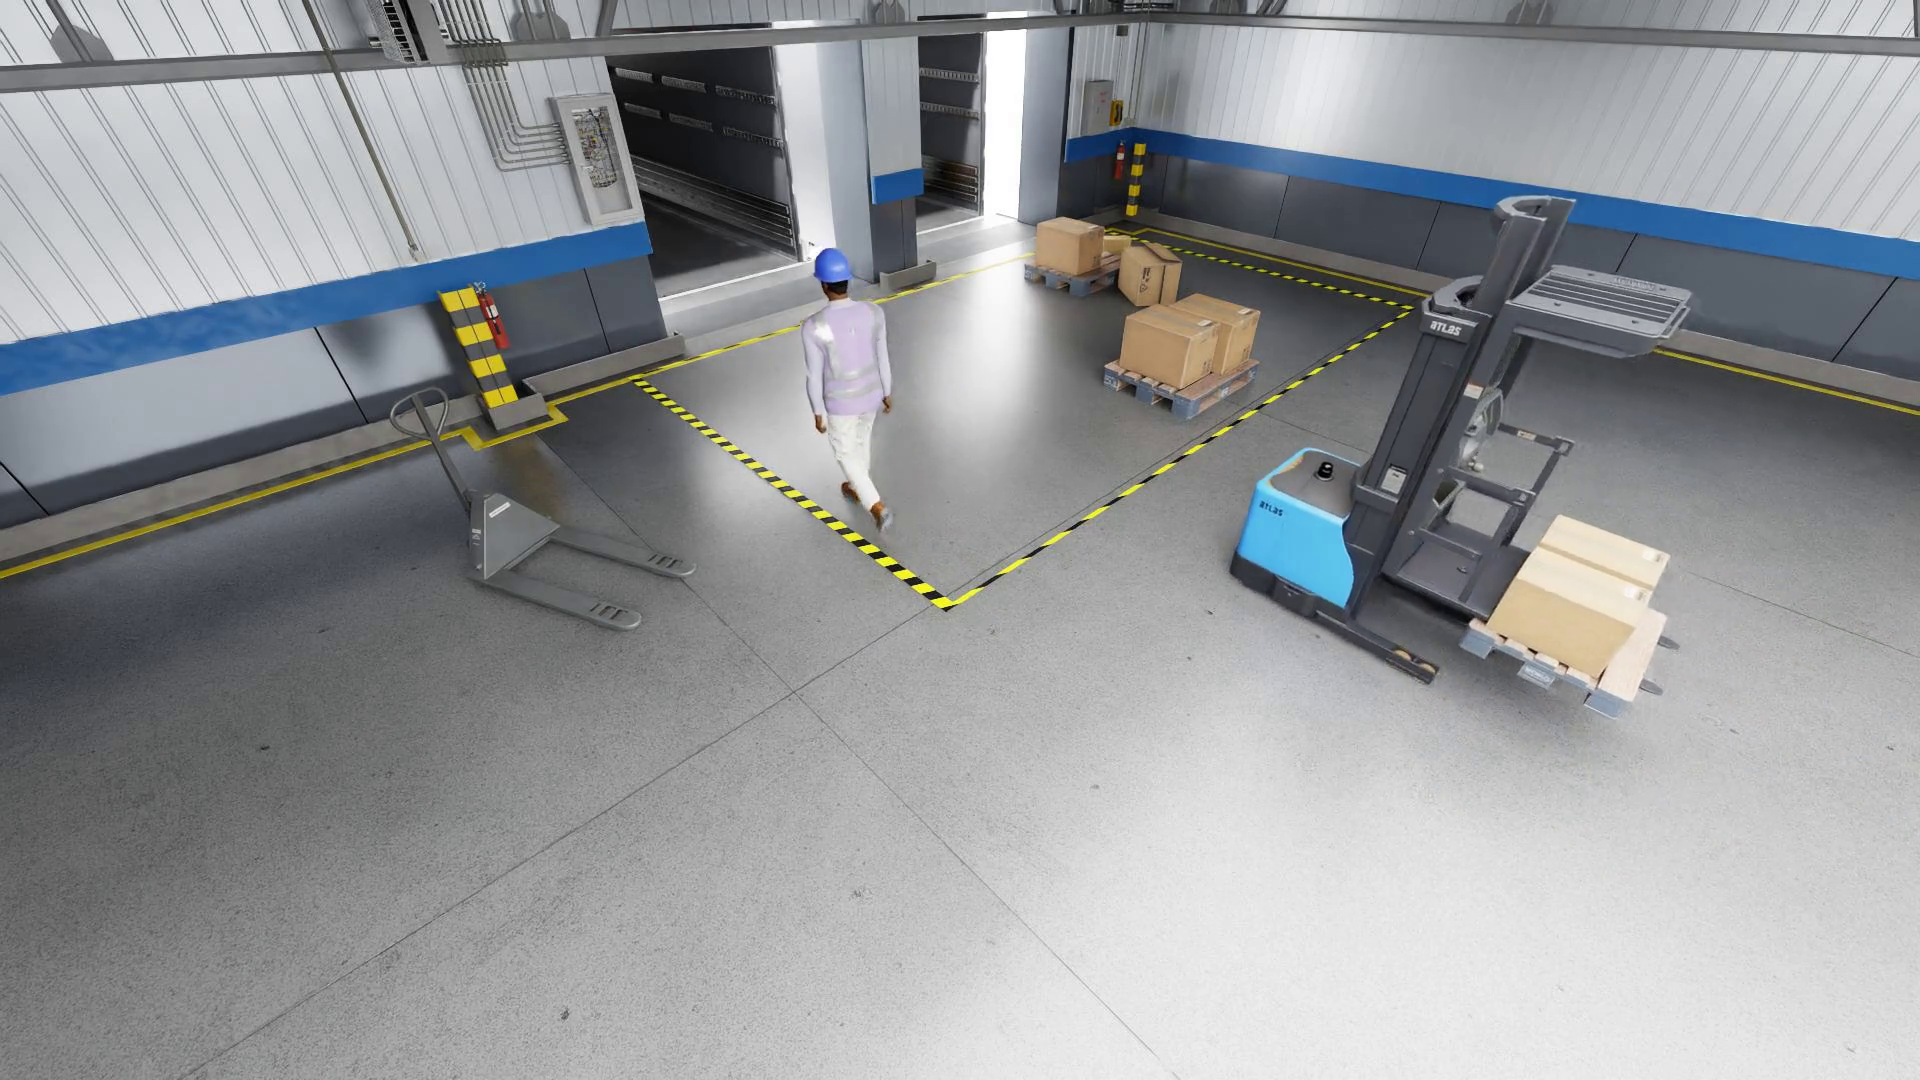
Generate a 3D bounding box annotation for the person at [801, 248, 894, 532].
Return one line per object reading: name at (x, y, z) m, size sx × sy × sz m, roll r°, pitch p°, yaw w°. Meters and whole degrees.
person at (-0.692, -0.927, 4.928) m, size 0.619 × 1.914 × 0.879 m, roll -24°, pitch 44°, yaw -28°

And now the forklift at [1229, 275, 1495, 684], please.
forklift at (2.350, -0.494, 4.258) m, size 0.716 × 2.013 × 0.776 m, roll -30°, pitch 47°, yaw -33°

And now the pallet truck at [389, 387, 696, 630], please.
pallet truck at (-2.613, -0.247, 4.593) m, size 1.601 × 1.201 × 0.680 m, roll 14°, pitch 40°, yaw 17°
